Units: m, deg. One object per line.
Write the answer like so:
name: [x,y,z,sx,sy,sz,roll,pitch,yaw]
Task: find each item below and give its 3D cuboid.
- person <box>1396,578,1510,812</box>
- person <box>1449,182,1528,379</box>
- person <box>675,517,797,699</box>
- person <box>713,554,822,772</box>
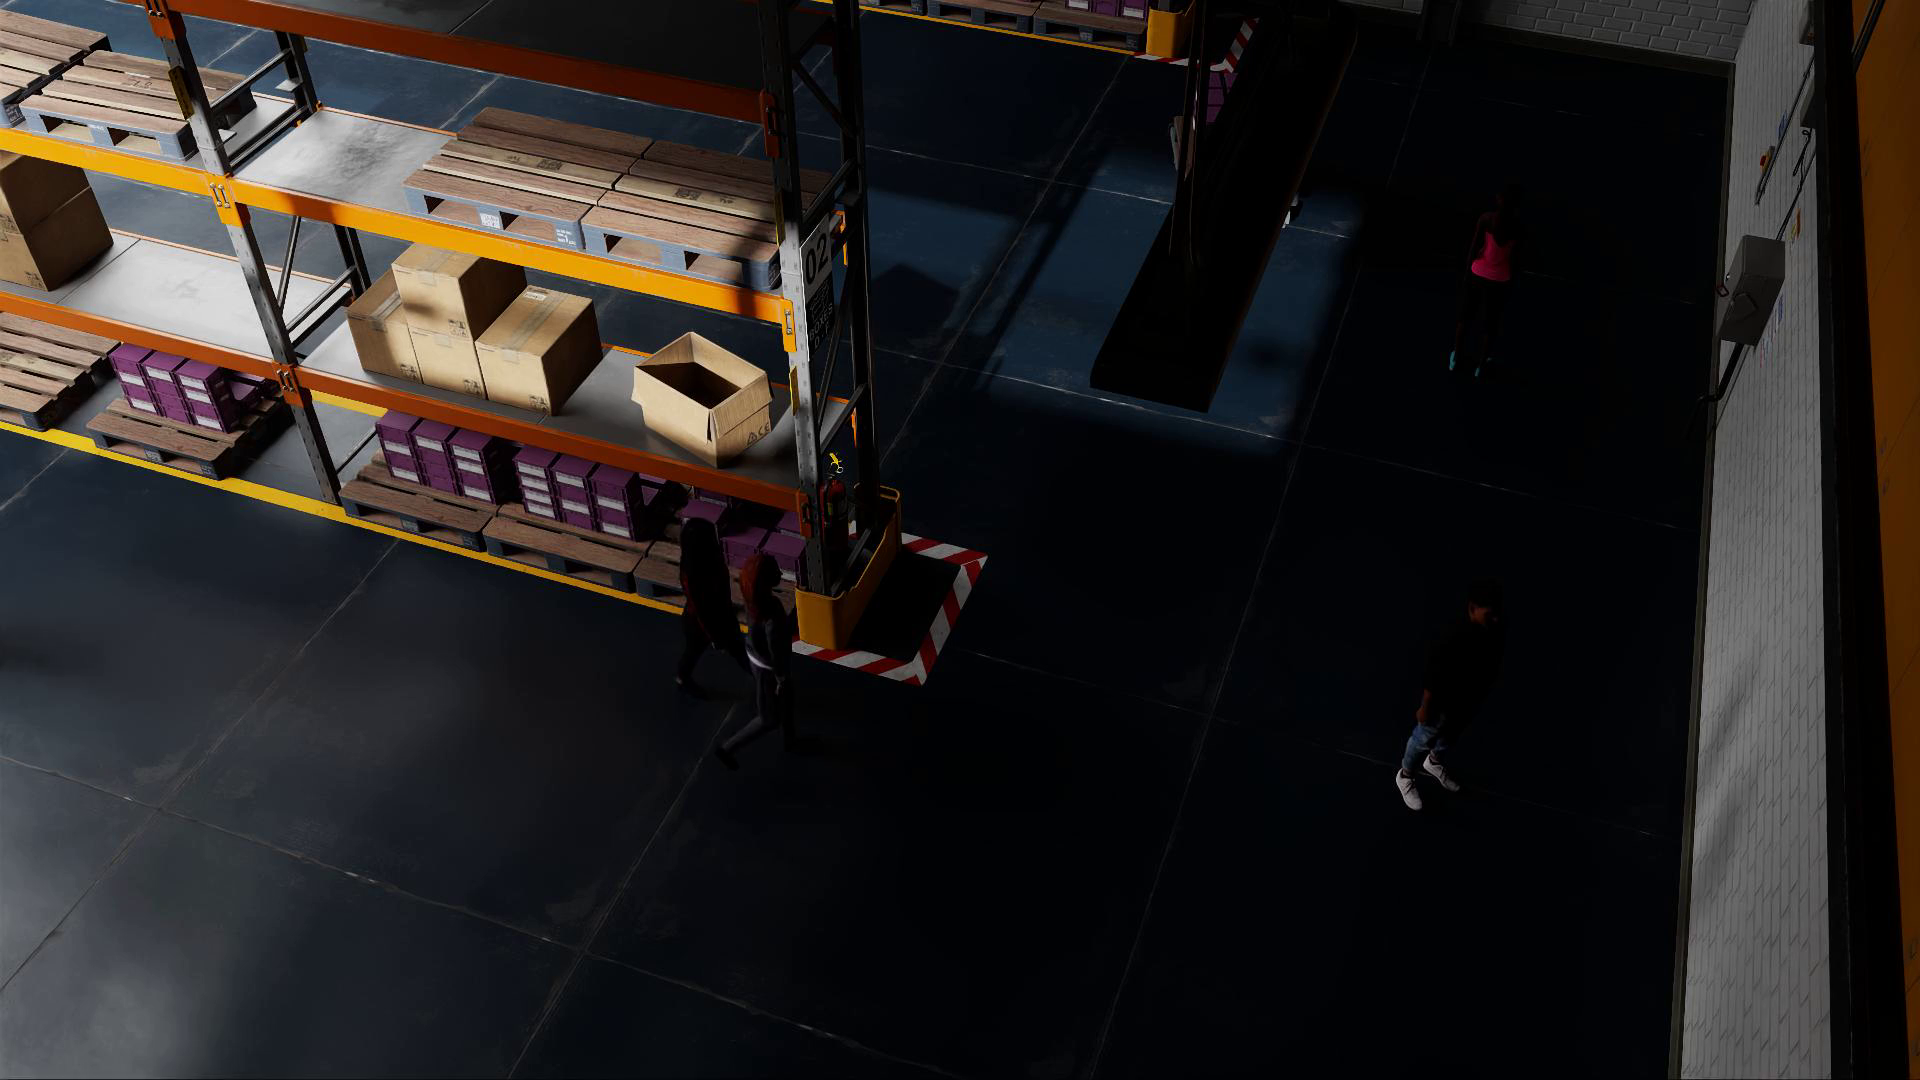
person: [2.957,0.881,9.948,0.783,1.809,0.831,-20,47,-20]
person: [4.159,-2.048,13.086,0.529,1.722,0.651,22,48,21]
person: [-1.678,0.474,10.512,1.050,1.621,0.582,12,45,13]
person: [-1.231,0.776,10.098,1.006,1.756,0.942,-17,46,-17]
